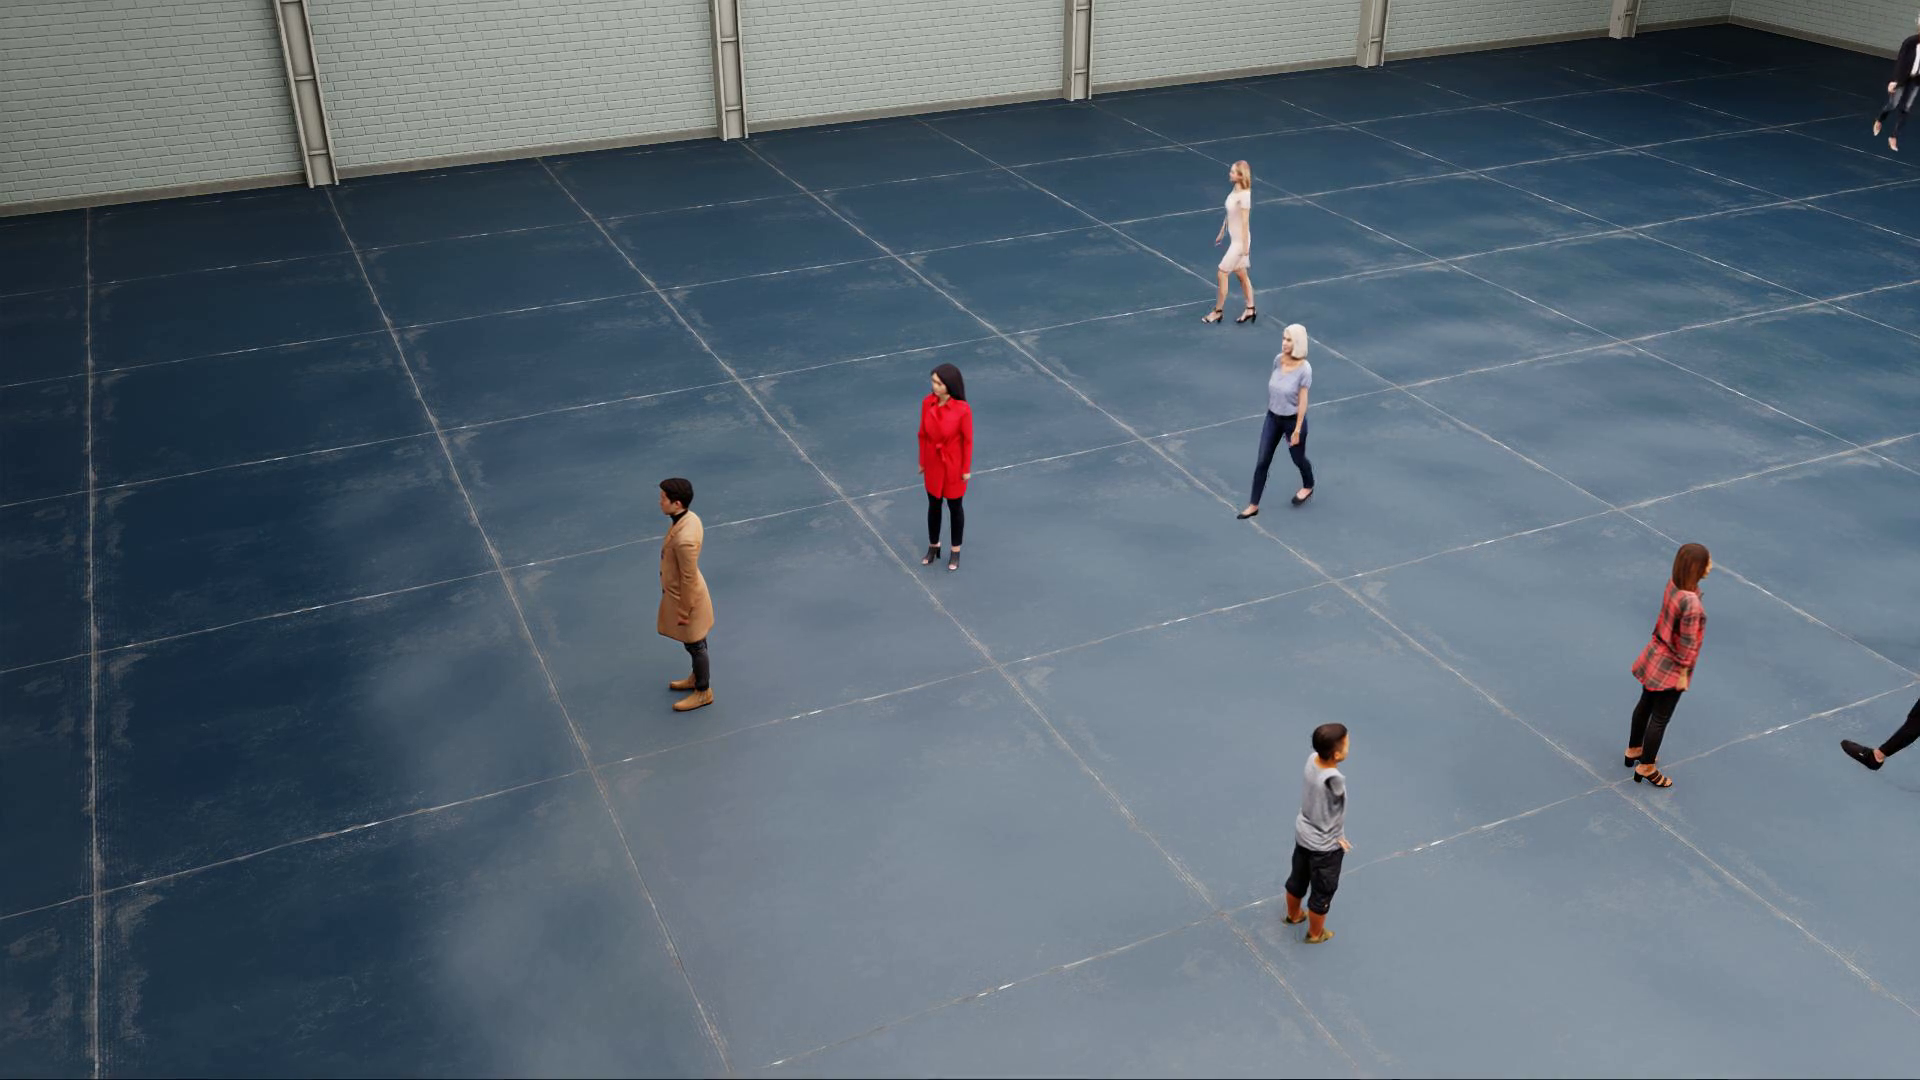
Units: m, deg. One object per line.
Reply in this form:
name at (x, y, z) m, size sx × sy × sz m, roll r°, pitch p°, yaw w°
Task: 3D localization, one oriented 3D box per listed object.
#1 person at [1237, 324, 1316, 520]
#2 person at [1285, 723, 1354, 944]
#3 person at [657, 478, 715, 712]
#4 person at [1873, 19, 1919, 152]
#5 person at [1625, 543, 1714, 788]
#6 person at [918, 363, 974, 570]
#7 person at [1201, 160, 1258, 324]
person at (2.814, -1.000, 13.997) m, size 1.159 × 1.682 × 0.774 m, roll -20°, pitch 34°, yaw -33°
person at (2.028, 1.600, 9.355) m, size 0.494 × 1.456 × 0.586 m, roll -14°, pitch 31°, yaw -24°
person at (-1.869, 0.350, 11.414) m, size 0.683 × 1.727 × 0.693 m, roll -6°, pitch 29°, yaw -11°
person at (12.399, -6.069, 21.912) m, size 0.917 × 1.773 × 0.868 m, roll 1°, pitch 28°, yaw 2°
person at (4.531, 0.779, 10.634) m, size 0.710 × 1.703 × 0.696 m, roll 2°, pitch 28°, yaw 4°
person at (-0.113, -0.586, 13.147) m, size 0.738 × 1.749 × 0.787 m, roll 13°, pitch 31°, yaw 24°
person at (3.106, -3.196, 17.987) m, size 0.950 × 1.806 × 0.795 m, roll 1°, pitch 28°, yaw 1°
